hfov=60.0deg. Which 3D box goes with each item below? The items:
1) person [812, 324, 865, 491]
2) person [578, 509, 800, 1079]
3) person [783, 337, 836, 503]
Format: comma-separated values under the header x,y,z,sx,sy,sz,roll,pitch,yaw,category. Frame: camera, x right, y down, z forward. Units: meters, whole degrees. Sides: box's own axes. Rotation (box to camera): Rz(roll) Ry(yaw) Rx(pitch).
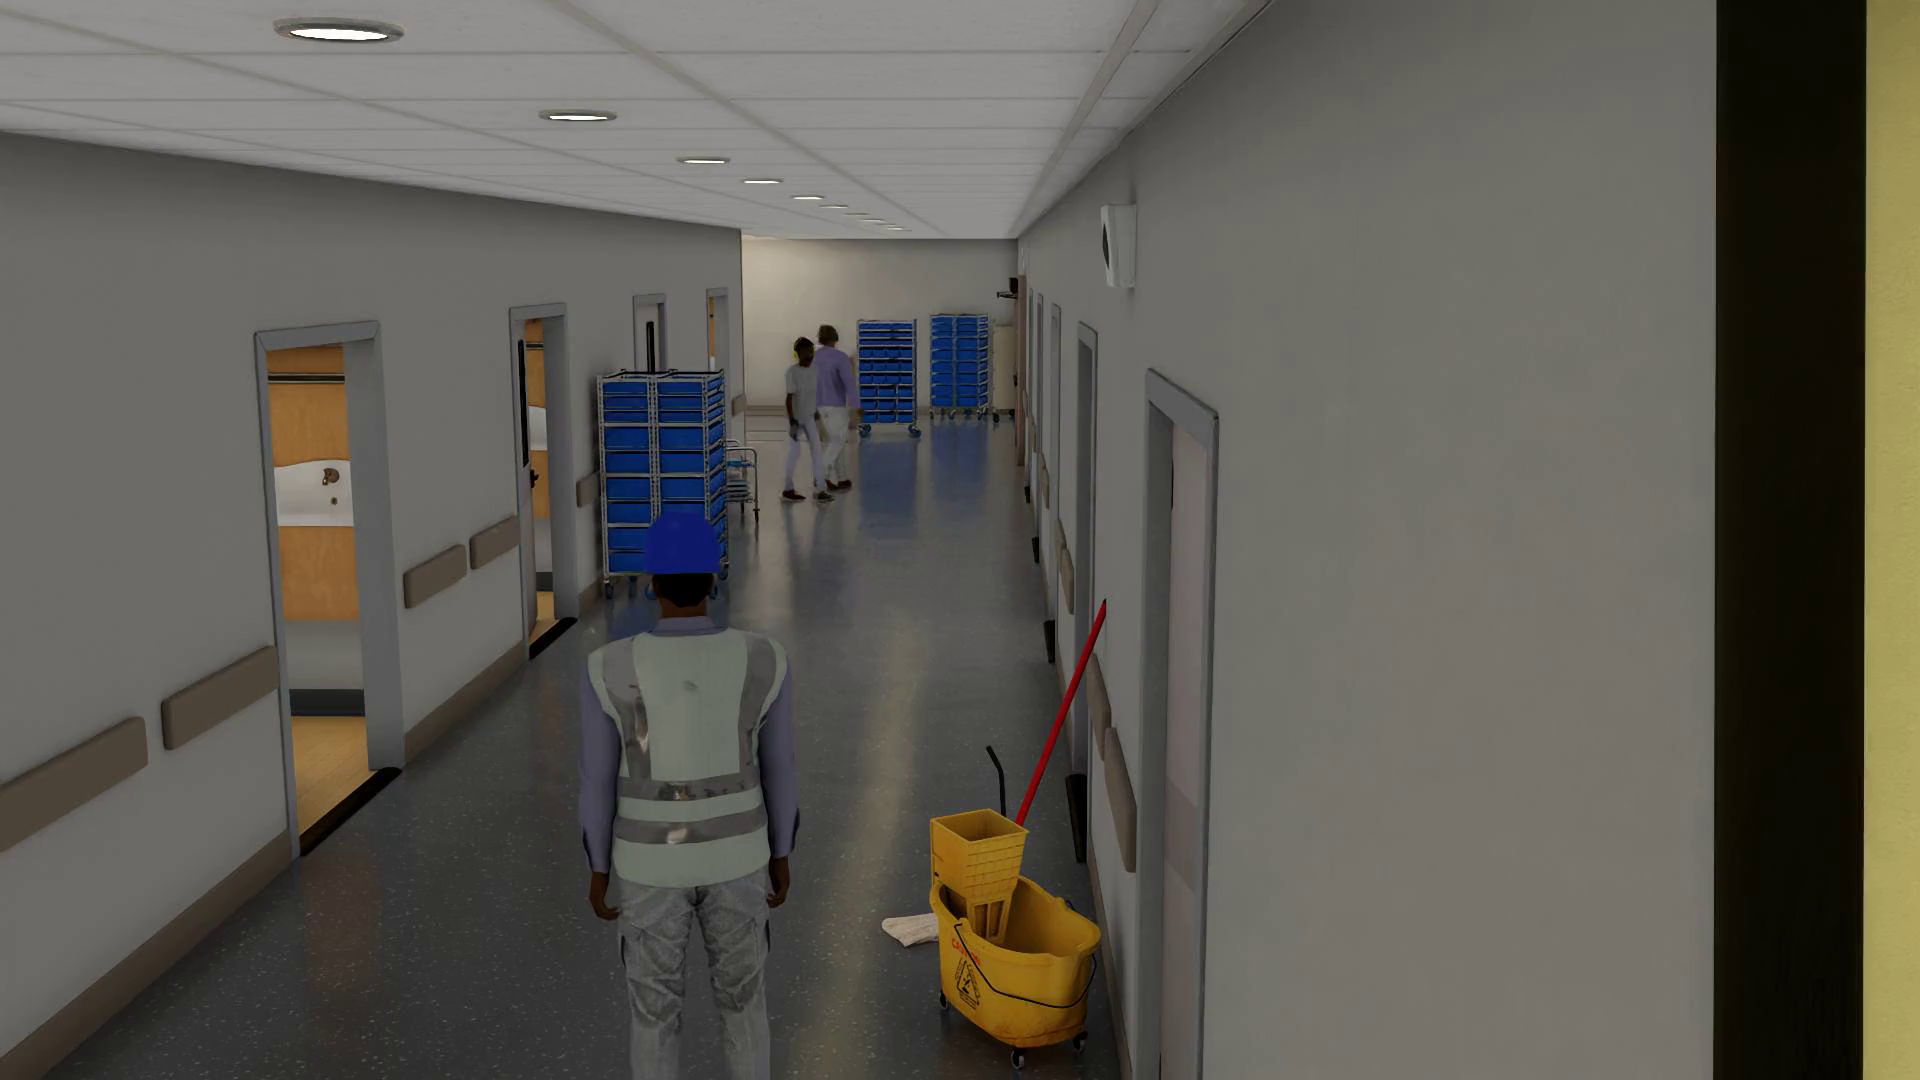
x,y,z,sx,sy,sz,roll,pitch,yaw,category
-1.462,-1.518,19.141,0.615,1.913,0.737,-9,13,-44,person
-0.762,0.881,4.709,0.614,1.939,0.420,-3,10,-17,person
-1.656,-1.295,18.096,0.915,1.805,0.576,9,13,44,person
